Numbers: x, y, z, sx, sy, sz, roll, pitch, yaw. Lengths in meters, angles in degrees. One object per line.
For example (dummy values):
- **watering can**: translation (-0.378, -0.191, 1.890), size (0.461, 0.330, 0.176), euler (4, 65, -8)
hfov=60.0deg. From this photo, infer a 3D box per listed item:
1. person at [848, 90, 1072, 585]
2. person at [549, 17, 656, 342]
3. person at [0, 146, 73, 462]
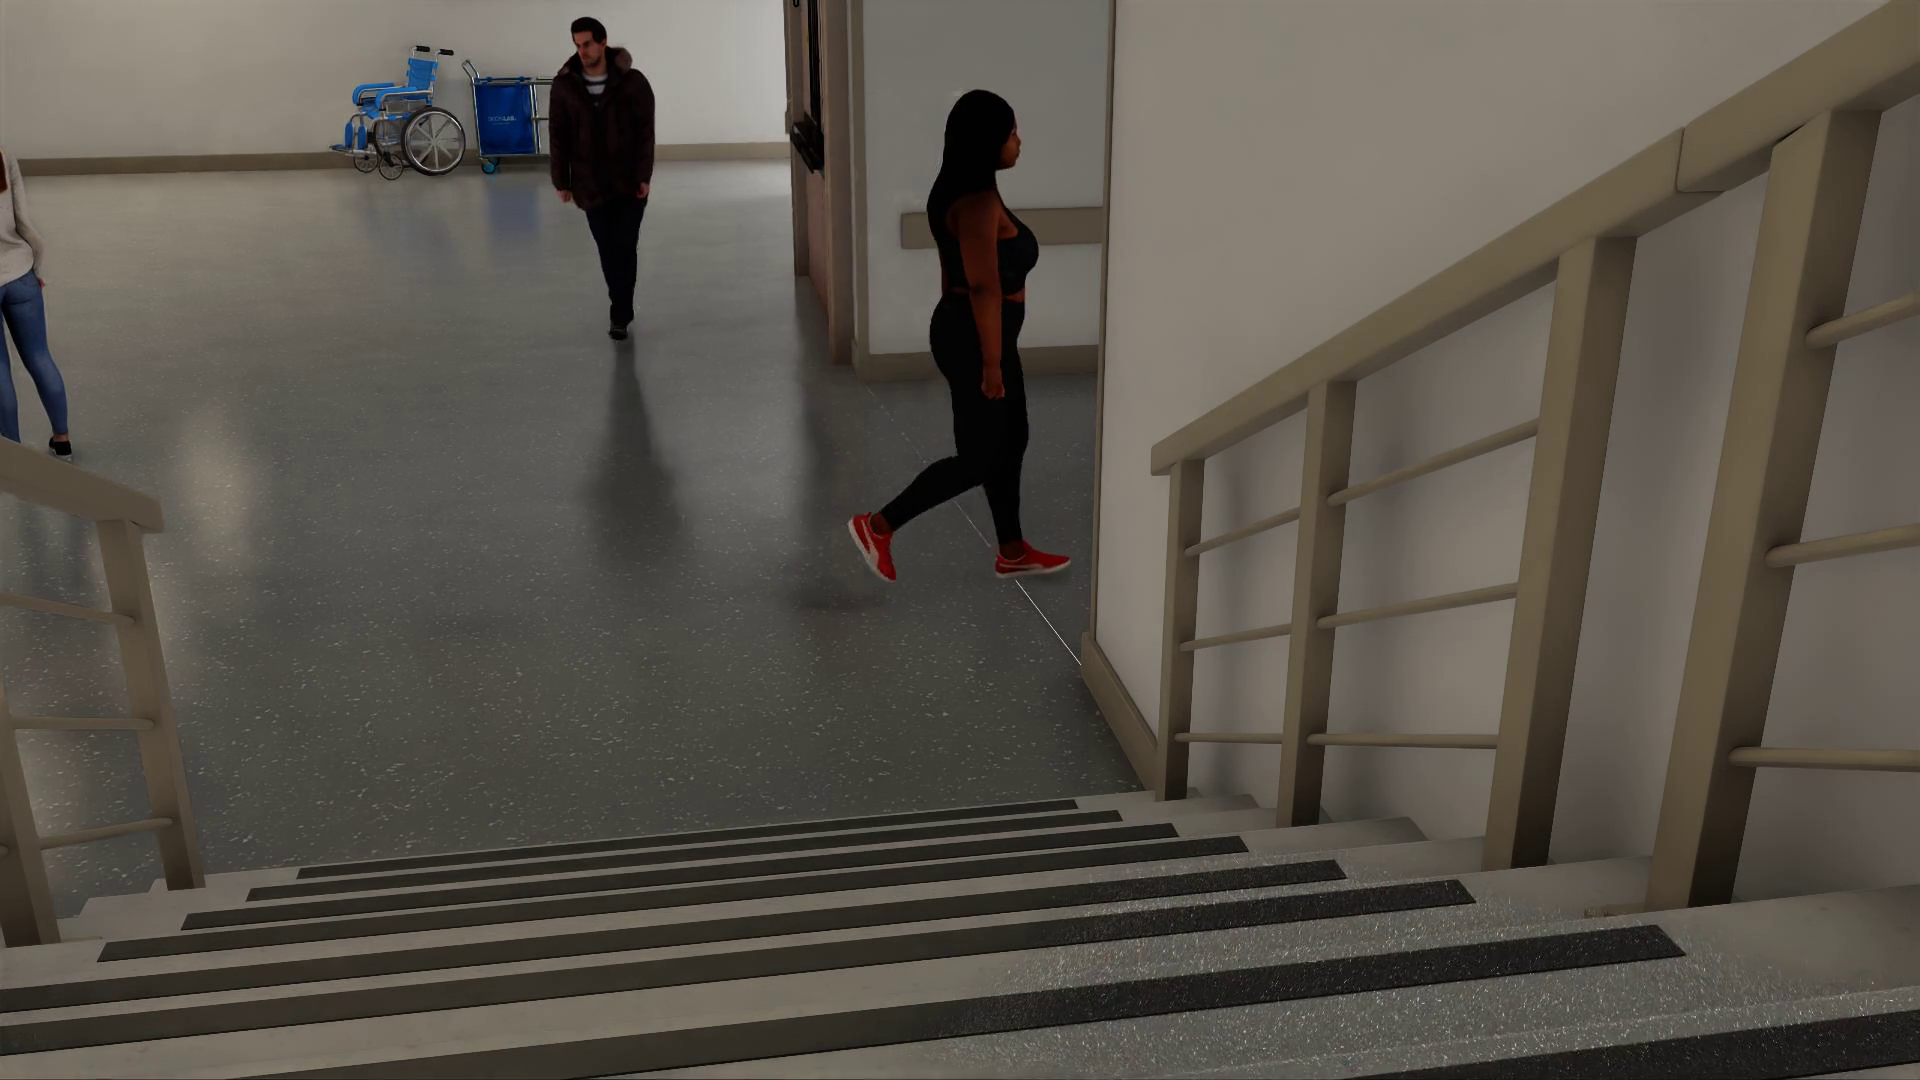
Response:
- **person**: translation (-0.020, -0.658, 5.916), size (0.730, 1.791, 1.011), euler (-4, 21, -11)
- **person**: translation (-2.009, -2.084, 9.675), size (0.908, 1.795, 1.138), euler (0, 21, 0)
- **person**: translation (-4.269, -1.150, 7.351), size (0.738, 1.694, 0.705), euler (19, 28, 40)
